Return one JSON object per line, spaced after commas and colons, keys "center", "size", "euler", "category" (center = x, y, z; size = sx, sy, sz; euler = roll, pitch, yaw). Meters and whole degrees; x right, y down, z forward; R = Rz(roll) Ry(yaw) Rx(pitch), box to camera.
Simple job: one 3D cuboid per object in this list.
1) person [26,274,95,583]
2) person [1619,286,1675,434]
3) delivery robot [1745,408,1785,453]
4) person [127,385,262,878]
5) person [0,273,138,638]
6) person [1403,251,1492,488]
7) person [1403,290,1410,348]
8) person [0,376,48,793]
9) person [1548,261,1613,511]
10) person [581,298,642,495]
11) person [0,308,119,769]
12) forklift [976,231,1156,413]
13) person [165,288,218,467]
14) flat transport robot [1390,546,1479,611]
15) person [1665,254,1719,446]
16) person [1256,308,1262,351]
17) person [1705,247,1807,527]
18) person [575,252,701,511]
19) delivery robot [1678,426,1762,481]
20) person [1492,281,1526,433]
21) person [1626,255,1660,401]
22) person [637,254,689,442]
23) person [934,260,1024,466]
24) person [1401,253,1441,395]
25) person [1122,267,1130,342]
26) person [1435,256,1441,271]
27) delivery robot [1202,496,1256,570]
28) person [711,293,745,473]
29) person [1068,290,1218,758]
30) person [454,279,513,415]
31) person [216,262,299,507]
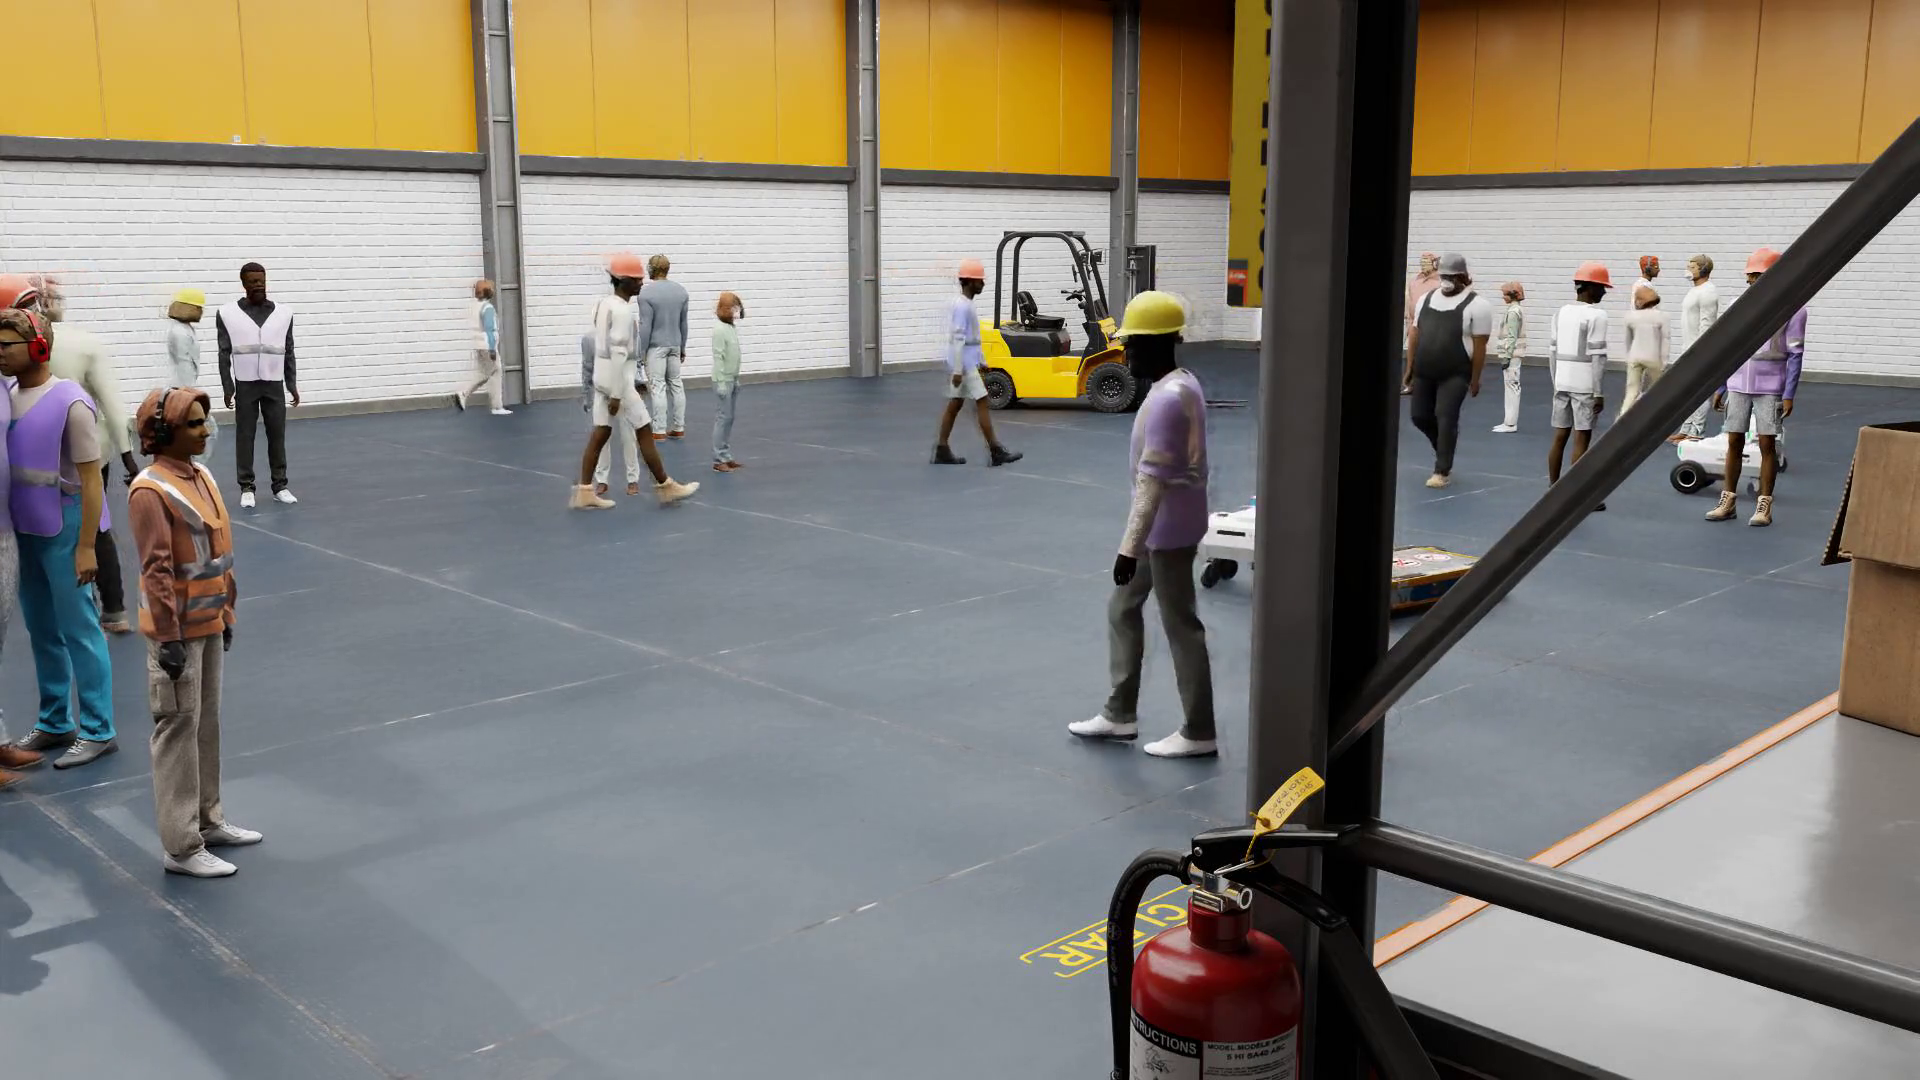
{"center": [-5.580, -0.664, 10.180], "size": [0.644, 1.893, 0.408], "euler": [9, 14, 40], "category": "person"}
{"center": [7.394, -1.920, 17.841], "size": [0.550, 1.595, 0.568], "euler": [10, 14, 43], "category": "person"}
{"center": [7.255, -0.963, 15.196], "size": [0.477, 0.478, 0.707], "euler": [2, 11, 9], "category": "delivery robot"}
{"center": [-2.591, 0.303, 5.587], "size": [0.306, 1.640, 0.522], "euler": [-1, 10, -6], "category": "person"}
{"center": [-4.700, -0.414, 8.685], "size": [0.686, 1.935, 0.640], "euler": [-7, 12, -33], "category": "person"}
{"center": [4.184, -1.494, 14.289], "size": [0.747, 2.000, 0.687], "euler": [-10, 14, -43], "category": "person"}
{"center": [4.556, -2.098, 17.894], "size": [0.363, 1.927, 0.587], "euler": [-6, 12, -32], "category": "person"}
{"center": [-3.840, 0.001, 6.427], "size": [0.363, 1.937, 0.634], "euler": [1, 10, 4], "category": "person"}
{"center": [4.828, -1.191, 12.942], "size": [0.384, 1.930, 0.547], "euler": [-4, 11, -21], "category": "person"}
{"center": [-2.858, -1.174, 13.682], "size": [0.501, 1.626, 0.278], "euler": [0, 10, 2], "category": "person"}
{"center": [-3.674, -0.010, 6.728], "size": [0.570, 1.845, 0.381], "euler": [5, 12, 27], "category": "person"}
{"center": [1.222, -2.721, 20.561], "size": [2.313, 2.155, 1.214], "euler": [2, 11, 13], "category": "forklift"}
{"center": [-6.276, -1.181, 13.494], "size": [0.554, 1.703, 0.600], "euler": [-5, 11, -24], "category": "person"}
{"center": [2.521, 0.234, 9.699], "size": [1.431, 0.197, 0.652], "euler": [-7, 13, -35], "category": "flat transport robot"}
{"center": [7.451, -1.914, 16.863], "size": [0.369, 1.938, 0.631], "euler": [2, 11, 10], "category": "person"}
{"center": [3.853, -2.406, 19.755], "size": [0.625, 1.855, 0.582], "euler": [4, 11, 23], "category": "person"}
{"center": [5.863, -1.123, 12.265], "size": [0.374, 2.044, 0.607], "euler": [-9, 14, -42], "category": "person"}
{"center": [-2.547, -1.219, 12.921], "size": [1.021, 1.990, 0.623], "euler": [-6, 12, -29], "category": "person"}
{"center": [6.333, -0.697, 13.741], "size": [0.707, 0.478, 0.477], "euler": [8, 13, 37], "category": "delivery robot"}
{"center": [5.973, -1.978, 18.030], "size": [0.308, 1.639, 0.511], "euler": [4, 11, 22], "category": "person"}
{"center": [8.470, -2.575, 20.612], "size": [0.345, 1.882, 0.584], "euler": [2, 11, 12], "category": "person"}
{"center": [-3.082, -1.981, 17.222], "size": [0.360, 1.939, 0.635], "euler": [9, 13, 39], "category": "person"}
{"center": [0.184, -1.627, 15.405], "size": [0.933, 1.897, 0.553], "euler": [0, 10, -1], "category": "person"}
{"center": [6.174, -2.854, 22.090], "size": [0.639, 1.903, 0.407], "euler": [10, 14, 44], "category": "person"}
{"center": [2.471, -3.201, 24.388], "size": [0.739, 1.736, 0.553], "euler": [4, 11, 20], "category": "person"}
{"center": [6.810, -3.097, 23.575], "size": [0.633, 1.841, 0.429], "euler": [-9, 14, -41], "category": "person"}
{"center": [1.823, -0.025, 10.080], "size": [0.707, 0.478, 0.477], "euler": [7, 12, 32], "category": "delivery robot"}
{"center": [-2.085, -1.421, 15.064], "size": [0.360, 1.608, 0.584], "euler": [2, 11, 13], "category": "person"}
{"center": [0.721, -0.046, 6.742], "size": [0.776, 1.899, 0.600], "euler": [2, 11, 10], "category": "person"}
{"center": [-5.653, -2.270, 19.656], "size": [0.589, 1.619, 0.524], "euler": [-8, 13, -37], "category": "person"}
{"center": [-5.554, -1.232, 13.190], "size": [0.589, 1.922, 0.393], "euler": [-8, 13, -36], "category": "person"}
